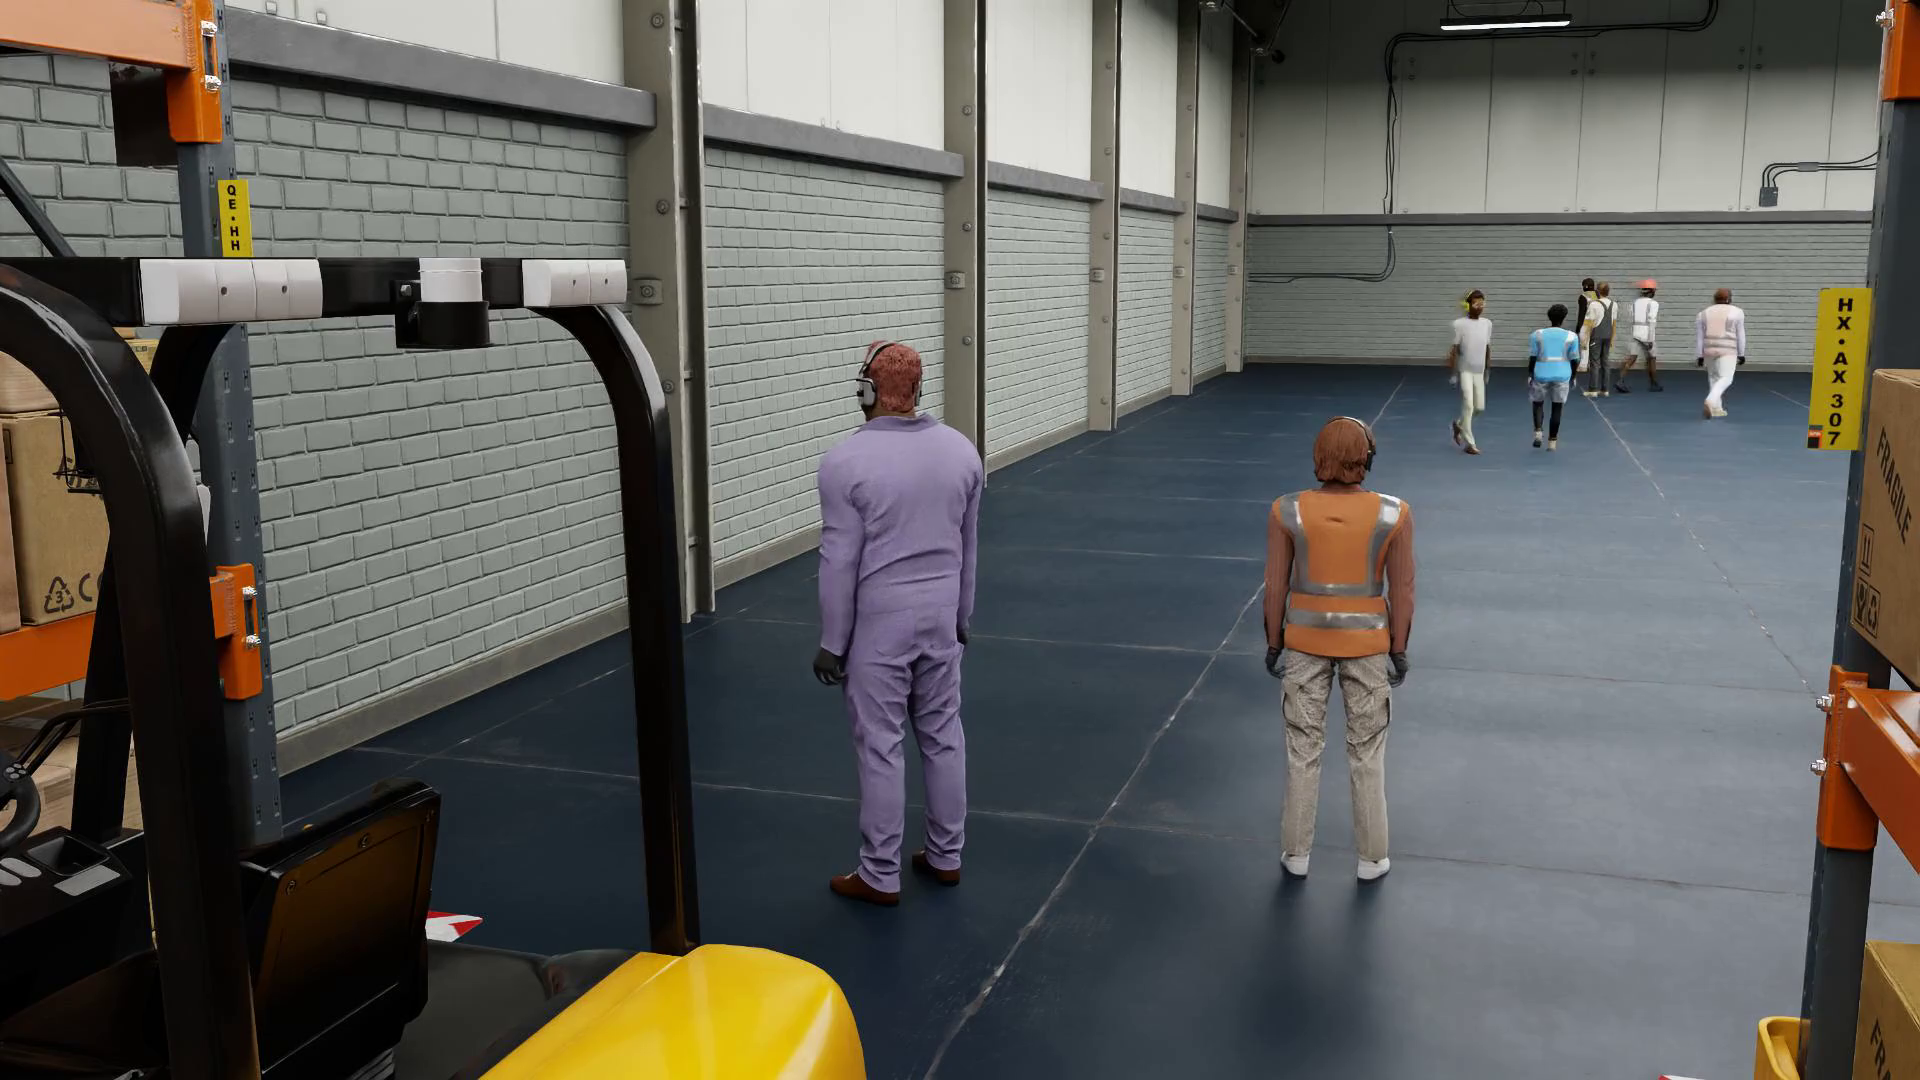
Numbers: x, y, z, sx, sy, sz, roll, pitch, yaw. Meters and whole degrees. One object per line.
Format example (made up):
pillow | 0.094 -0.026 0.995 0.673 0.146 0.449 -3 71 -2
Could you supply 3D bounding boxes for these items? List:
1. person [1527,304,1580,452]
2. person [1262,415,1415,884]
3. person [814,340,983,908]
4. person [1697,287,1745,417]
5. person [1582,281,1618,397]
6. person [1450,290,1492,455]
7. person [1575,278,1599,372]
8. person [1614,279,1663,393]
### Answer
person | 6.766 -1.847 18.978 0.560 1.683 0.371 4 10 20
person | 1.314 0.388 5.817 0.515 1.640 0.315 3 10 15
person | -0.230 0.283 5.650 0.643 1.910 0.400 -7 12 -37
person | 10.485 -2.584 23.000 0.815 1.820 0.623 -7 12 -38
person | 10.232 -3.199 26.577 0.515 1.845 0.336 -3 10 -18
person | 5.762 -1.907 18.865 0.517 1.854 0.649 -3 10 -15
person | 12.339 -4.226 32.723 0.619 1.838 0.430 -6 11 -32
person | 11.258 -3.370 27.496 1.017 1.890 0.554 -5 11 -26
